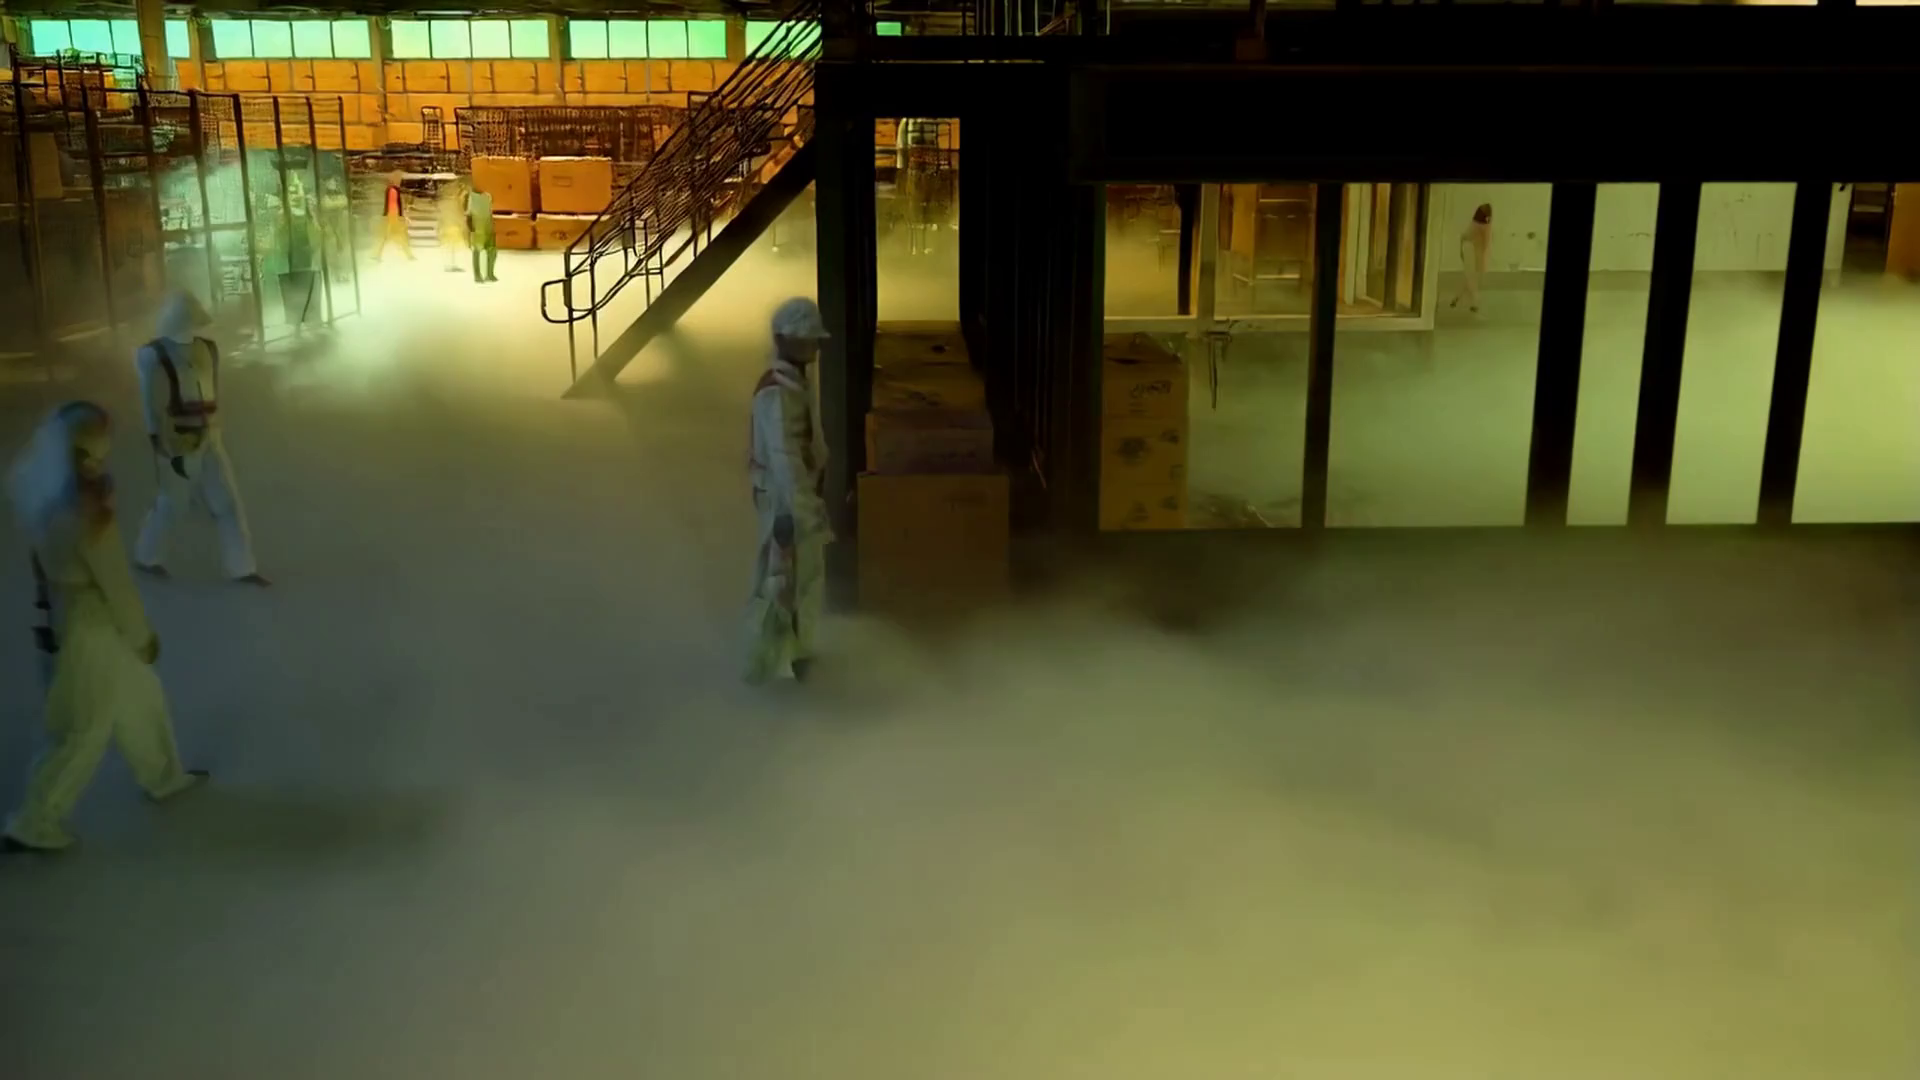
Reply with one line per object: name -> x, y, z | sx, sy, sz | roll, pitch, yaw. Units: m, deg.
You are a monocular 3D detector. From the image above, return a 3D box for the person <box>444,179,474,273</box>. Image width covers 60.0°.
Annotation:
person -> -9.357, -5.863, 31.098 | 0.780, 1.733, 0.526 | 1, 14, 3

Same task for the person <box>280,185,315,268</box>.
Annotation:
person -> -9.866, -4.354, 24.836 | 0.328, 1.844, 0.514 | 7, 16, 26

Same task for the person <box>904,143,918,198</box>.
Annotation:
person -> -1.849, -13.924, 62.733 | 0.687, 2.027, 0.613 | 11, 18, 38

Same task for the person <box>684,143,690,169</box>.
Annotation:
person -> -13.872, -19.413, 85.149 | 0.912, 1.779, 0.600 | 0, 14, -2

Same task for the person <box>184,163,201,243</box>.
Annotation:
person -> -16.227, -7.013, 35.276 | 0.358, 1.938, 0.542 | -4, 15, -17

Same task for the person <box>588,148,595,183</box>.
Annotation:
person -> -15.425, -15.550, 69.749 | 0.329, 1.765, 0.526 | -1, 14, -2

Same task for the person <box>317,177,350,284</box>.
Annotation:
person -> -10.896, -5.350, 28.843 | 0.515, 1.840, 0.830 | 2, 14, 9

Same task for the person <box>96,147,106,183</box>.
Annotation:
person -> -40.181, -17.528, 77.744 | 0.533, 1.725, 0.924 | -1, 14, -3

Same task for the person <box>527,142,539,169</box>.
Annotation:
person -> -19.384, -16.968, 75.079 | 0.786, 1.922, 0.638 | 4, 15, 17

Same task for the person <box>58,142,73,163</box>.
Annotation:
person -> -40.074, -16.818, 74.430 | 0.492, 1.955, 0.738 | 11, 18, 37

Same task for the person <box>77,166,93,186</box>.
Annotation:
person -> -24.340, -9.611, 46.357 | 0.510, 1.593, 0.833 | -1, 14, -4

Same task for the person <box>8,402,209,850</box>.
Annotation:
person -> -3.398, 0.317, 6.453 | 0.498, 1.704, 0.890 | 8, 16, 28

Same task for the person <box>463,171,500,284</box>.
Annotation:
person -> -8.268, -5.394, 28.782 | 0.590, 1.945, 0.604 | 10, 17, 36

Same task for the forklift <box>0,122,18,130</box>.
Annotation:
forklift -> -37.608, -15.226, 66.187 | 1.129, 2.768, 1.873 | -1, 14, -2

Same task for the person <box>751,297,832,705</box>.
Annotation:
person -> -0.801, -0.193, 8.001 | 0.408, 1.942, 0.615 | 1, 14, 5

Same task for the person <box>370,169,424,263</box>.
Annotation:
person -> -11.355, -6.466, 33.232 | 0.983, 1.879, 0.596 | -3, 14, -11

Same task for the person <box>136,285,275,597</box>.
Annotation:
person -> -4.561, -0.577, 9.781 | 1.000, 1.840, 0.571 | 7, 15, 24

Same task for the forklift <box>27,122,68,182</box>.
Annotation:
forklift -> -35.376, -14.773, 64.377 | 1.129, 2.768, 1.873 | -1, 14, -2
